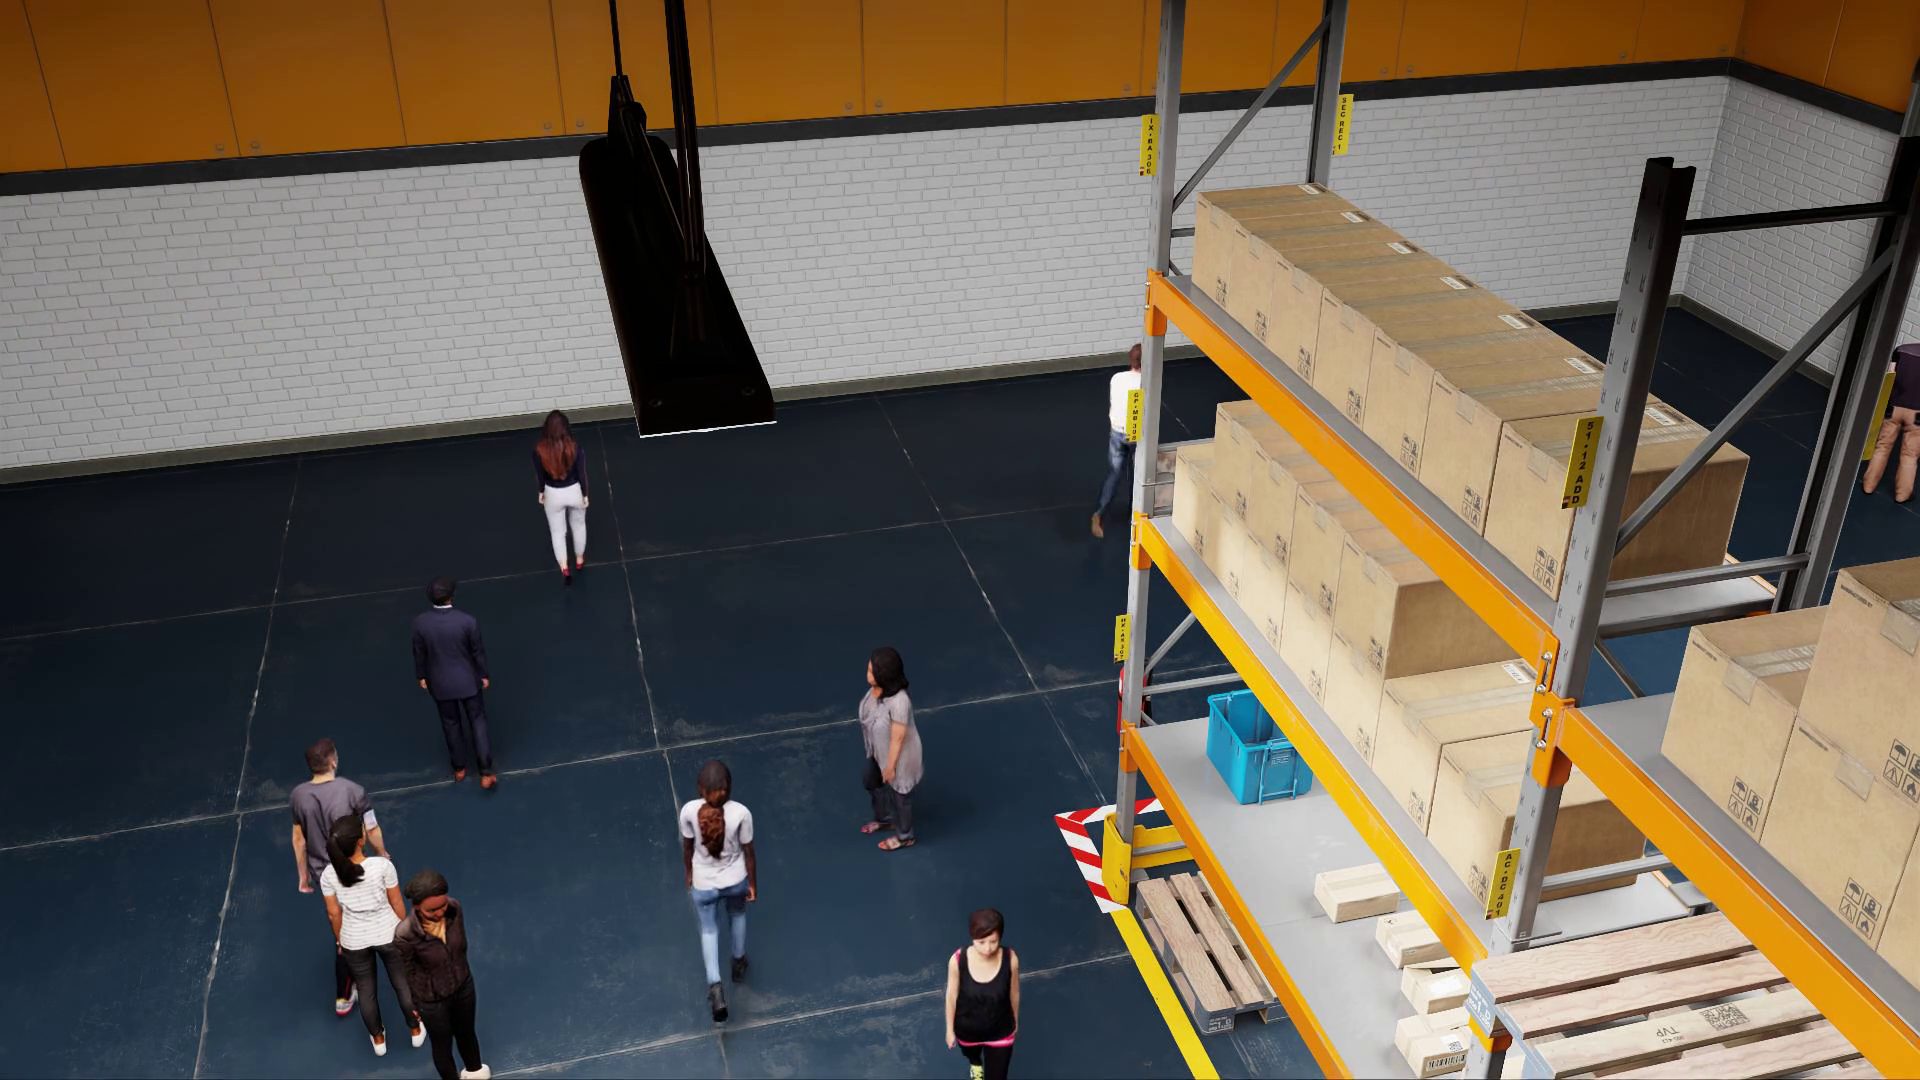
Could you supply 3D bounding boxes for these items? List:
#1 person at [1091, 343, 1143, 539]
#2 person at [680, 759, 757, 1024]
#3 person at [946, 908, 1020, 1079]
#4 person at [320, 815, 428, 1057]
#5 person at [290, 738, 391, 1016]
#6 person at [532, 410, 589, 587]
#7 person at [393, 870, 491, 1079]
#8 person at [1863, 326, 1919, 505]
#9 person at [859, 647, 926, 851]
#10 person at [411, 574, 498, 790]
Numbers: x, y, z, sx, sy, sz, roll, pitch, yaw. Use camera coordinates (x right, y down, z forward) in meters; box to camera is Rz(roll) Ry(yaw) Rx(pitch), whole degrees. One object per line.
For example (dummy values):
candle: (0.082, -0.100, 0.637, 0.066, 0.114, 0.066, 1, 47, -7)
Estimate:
person: (1.489, -0.883, 15.124, 1.151, 1.831, 1.182, 18, 33, 29)
person: (-1.427, 2.081, 9.828, 0.680, 1.700, 1.017, -1, 29, -3)
person: (0.124, 2.592, 9.083, 0.768, 1.516, 1.103, 1, 29, 2)
person: (-3.369, 2.272, 9.538, 0.565, 1.642, 0.514, -6, 29, -12)
person: (-3.722, 2.040, 9.888, 0.903, 1.713, 1.202, 2, 29, 4)
person: (-3.433, -0.339, 14.383, 0.637, 1.587, 0.956, -5, 29, -9)
person: (-2.849, 2.473, 9.150, 0.705, 1.661, 0.765, -24, 37, -37)
person: (9.005, -1.257, 15.801, 0.839, 1.841, 0.712, -25, 37, -38)
person: (-0.391, 1.384, 11.210, 0.720, 1.599, 0.584, -8, 30, -15)
person: (-3.553, 1.027, 11.747, 0.688, 1.713, 0.813, -7, 29, -13)
